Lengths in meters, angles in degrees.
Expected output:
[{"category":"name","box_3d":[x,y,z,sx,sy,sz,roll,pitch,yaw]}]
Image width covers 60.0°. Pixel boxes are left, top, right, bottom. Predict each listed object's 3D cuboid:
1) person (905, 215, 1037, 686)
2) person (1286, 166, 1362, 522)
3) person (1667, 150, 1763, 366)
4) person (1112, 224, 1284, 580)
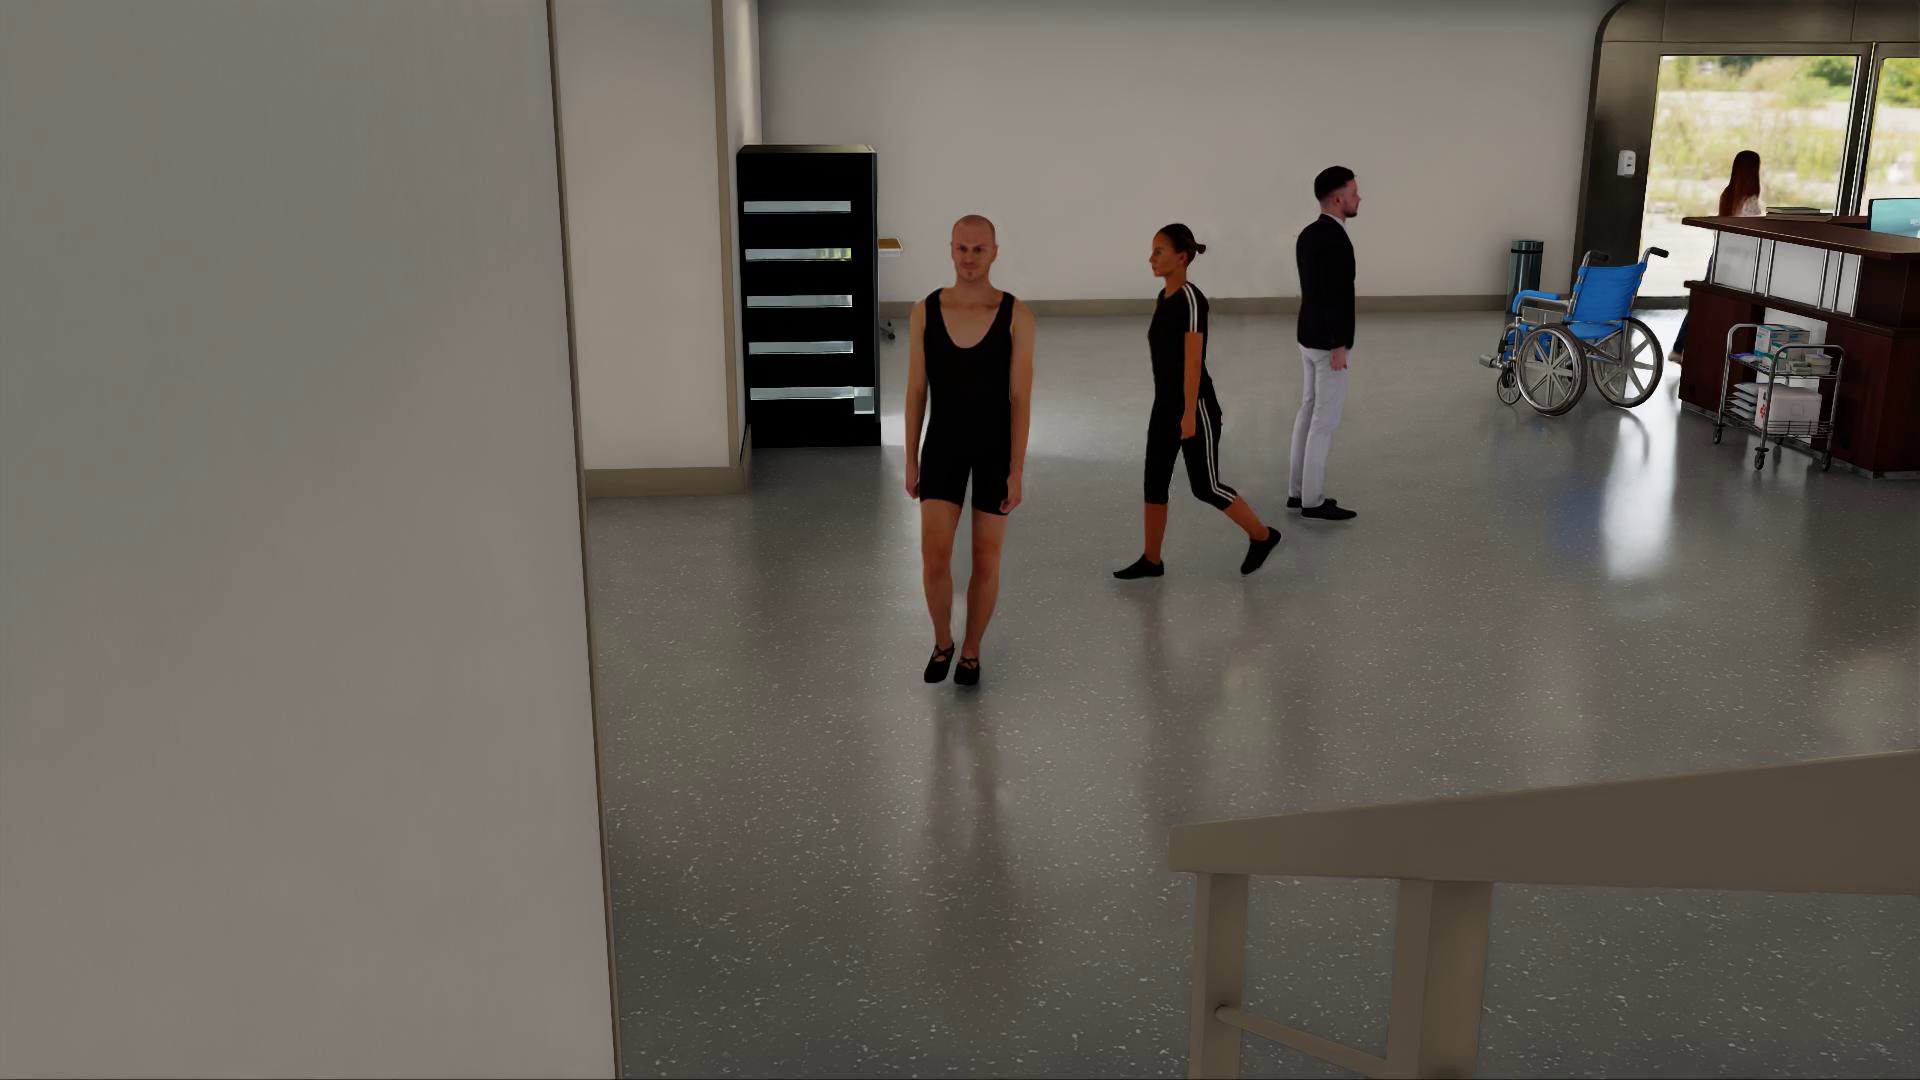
[{"category":"person","box_3d":[0.063,-0.332,6.347,0.696,1.803,0.667,2,16,7]},{"category":"person","box_3d":[1.905,-1.036,8.771,0.708,1.843,0.477,-1,16,-4]},{"category":"person","box_3d":[5.924,-2.139,12.966,0.816,1.690,1.131,-5,16,-16]},{"category":"person","box_3d":[1.104,-0.593,7.567,0.771,1.644,0.988,-4,16,-13]}]
